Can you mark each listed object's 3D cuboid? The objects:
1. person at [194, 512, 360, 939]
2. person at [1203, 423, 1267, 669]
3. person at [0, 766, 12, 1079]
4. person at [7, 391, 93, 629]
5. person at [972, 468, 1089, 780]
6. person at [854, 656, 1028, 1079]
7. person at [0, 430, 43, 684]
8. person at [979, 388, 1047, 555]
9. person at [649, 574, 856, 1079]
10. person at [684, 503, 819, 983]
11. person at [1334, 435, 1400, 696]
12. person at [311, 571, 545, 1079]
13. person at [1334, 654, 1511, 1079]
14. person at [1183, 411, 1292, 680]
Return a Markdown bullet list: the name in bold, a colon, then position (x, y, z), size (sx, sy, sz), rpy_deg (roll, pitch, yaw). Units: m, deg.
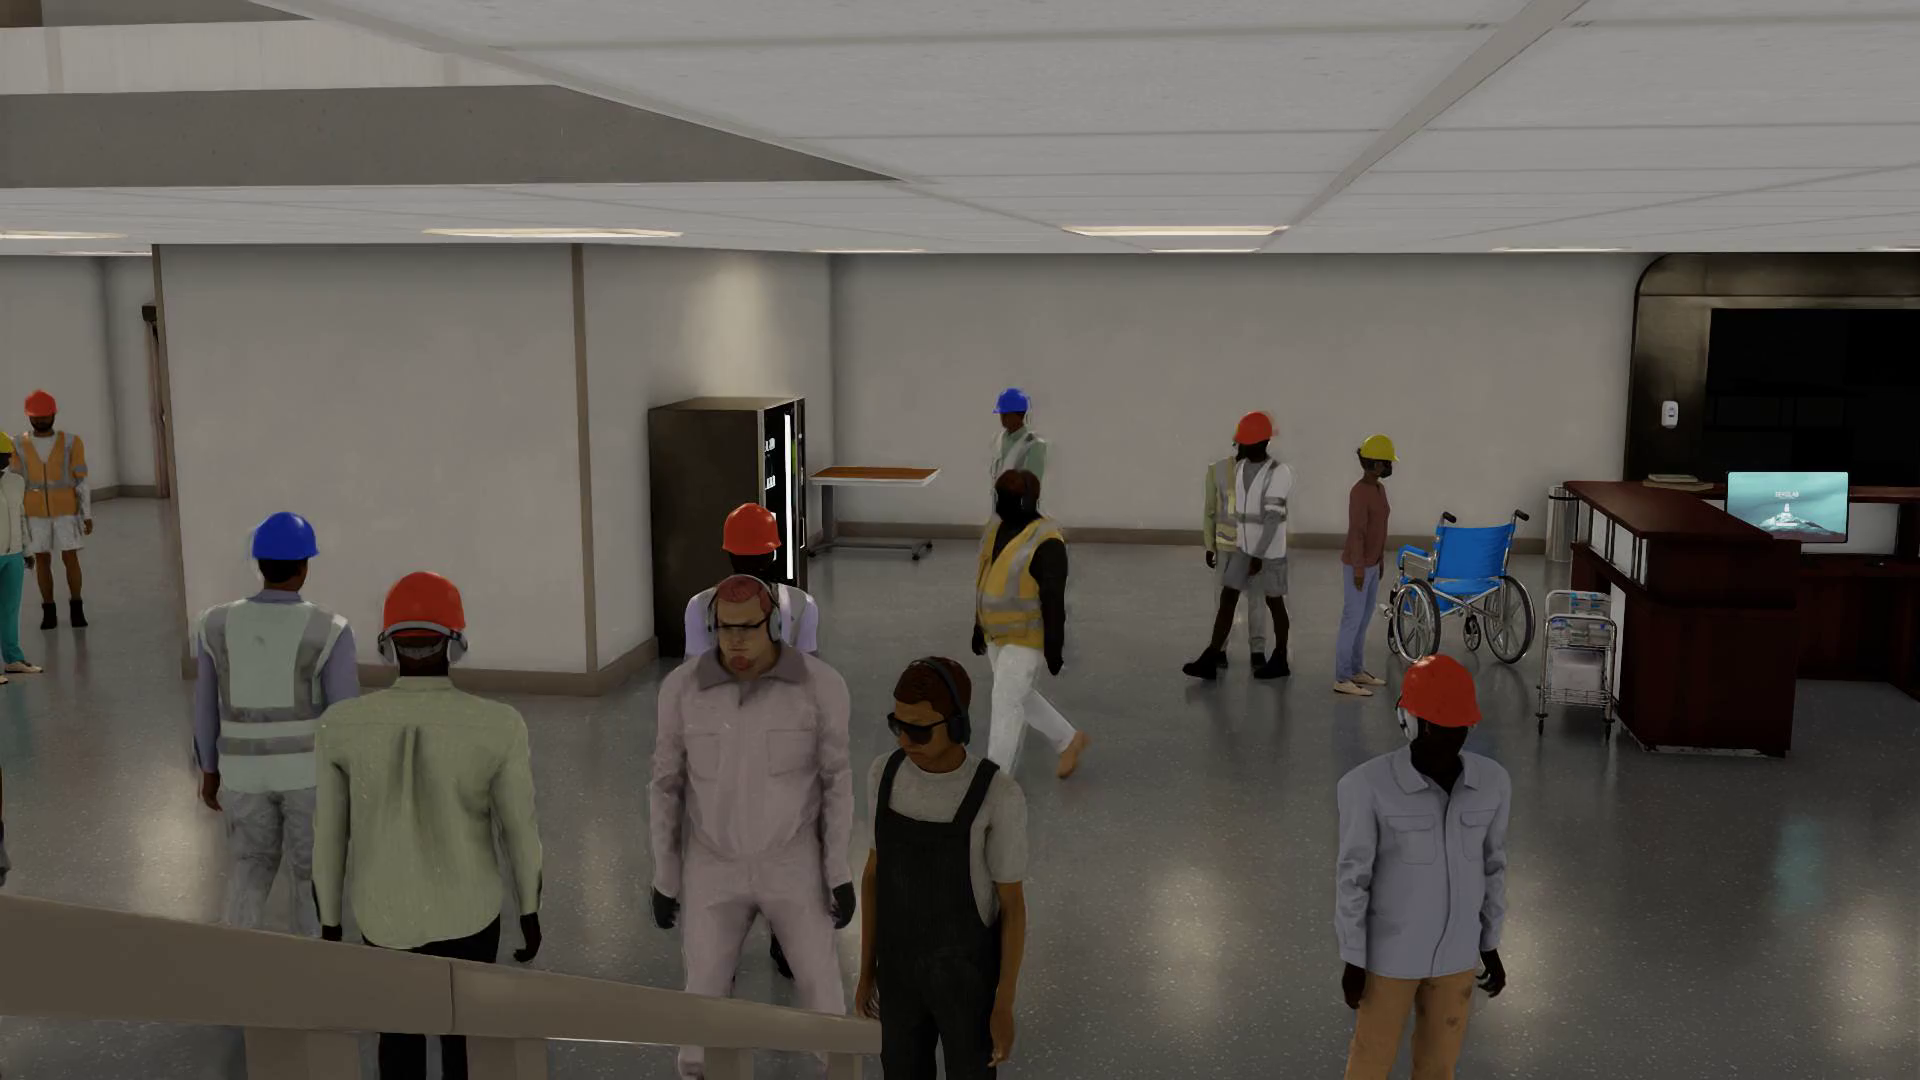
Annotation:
- **person**: position (-2.580, 0.869, 6.296), size (0.643, 1.937, 0.586), rpy_deg (0, 9, 0)
- **person**: position (2.032, 0.026, 11.873), size (0.591, 1.827, 0.403), rpy_deg (1, 9, 4)
- **person**: position (-3.477, 1.023, 5.582), size (0.520, 1.865, 0.328), rpy_deg (-2, 9, -12)
- **person**: position (-7.191, -0.222, 13.164), size (0.555, 1.910, 0.511), rpy_deg (-4, 10, -22)
- **person**: position (0.356, 0.503, 8.962), size (0.851, 1.820, 0.627), rpy_deg (-5, 10, -27)
- **person**: position (-0.064, 1.207, 4.518), size (0.504, 1.839, 0.344), rpy_deg (6, 11, 31)
- **person**: position (-6.661, 0.102, 11.560), size (0.331, 1.768, 0.526), rpy_deg (2, 9, 14)
- **person**: position (0.420, -0.227, 13.066), size (0.447, 1.931, 0.641), rpy_deg (-7, 12, -38)
- **person**: position (-0.669, 1.038, 5.429), size (0.670, 1.905, 0.410), rpy_deg (0, 9, 0)
- **person**: position (-0.819, 0.811, 6.657), size (0.543, 1.939, 0.360), rpy_deg (-3, 10, -16)
- **person**: position (2.757, 0.166, 11.204), size (0.349, 1.758, 0.522), rpy_deg (5, 11, 29)
- **person**: position (-1.550, 1.072, 4.919), size (0.654, 1.974, 0.439), rpy_deg (-1, 9, -6)
- **person**: position (1.368, 1.189, 4.888), size (0.565, 1.752, 0.338), rpy_deg (-3, 10, -15)
- **person**: position (1.955, 0.067, 11.422), size (0.929, 1.888, 0.542), rpy_deg (-6, 11, -35)
